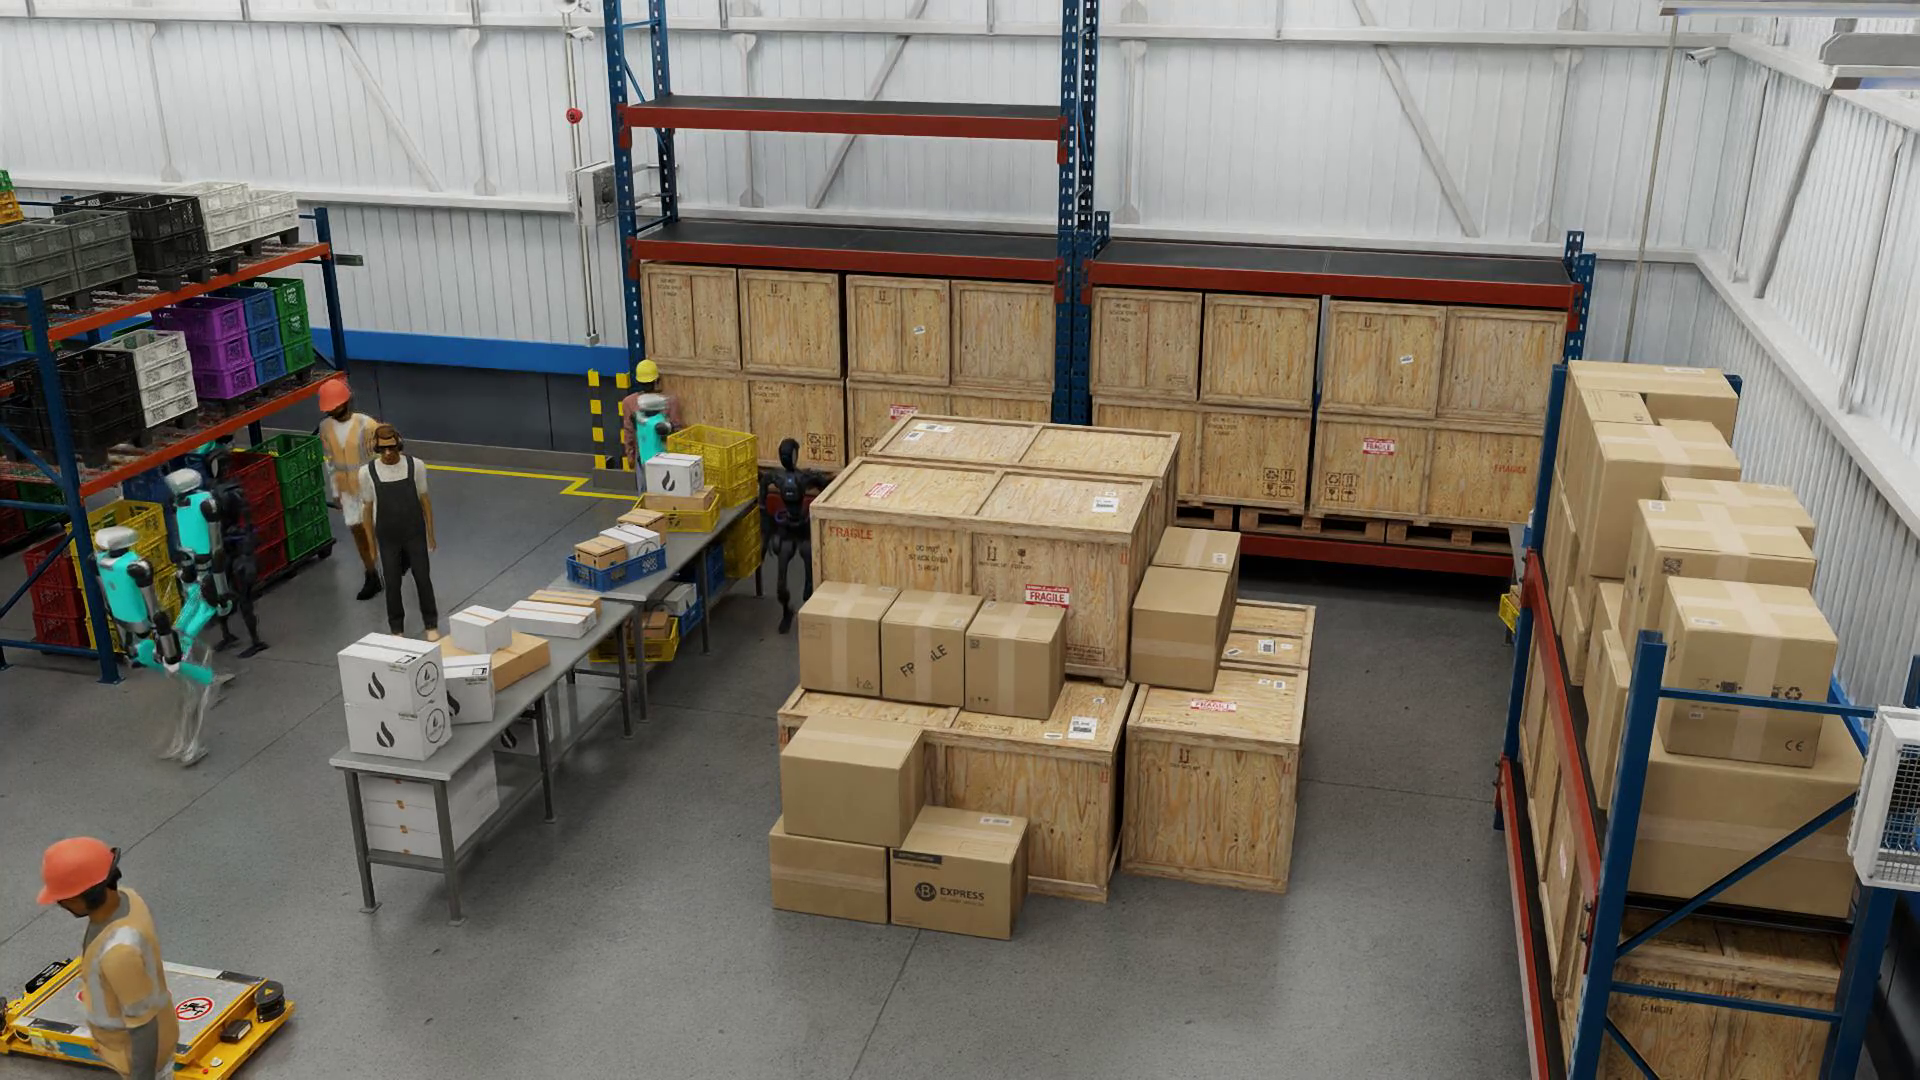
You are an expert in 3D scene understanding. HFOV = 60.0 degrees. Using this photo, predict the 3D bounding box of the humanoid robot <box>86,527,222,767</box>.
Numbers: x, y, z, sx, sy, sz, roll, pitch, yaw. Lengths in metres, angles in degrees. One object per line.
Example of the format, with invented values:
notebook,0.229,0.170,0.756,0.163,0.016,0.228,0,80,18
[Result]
humanoid robot,-5.312,0.690,11.175,0.548,1.773,0.748,11,23,26

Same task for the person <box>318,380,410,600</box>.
person,-5.011,-0.443,13.912,0.585,1.904,0.588,6,22,14

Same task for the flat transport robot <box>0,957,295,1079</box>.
flat transport robot,-4.270,2.464,8.601,1.431,0.231,0.659,5,22,13

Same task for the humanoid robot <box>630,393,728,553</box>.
humanoid robot,-2.325,-0.445,14.215,1.012,1.776,0.530,-18,27,-39

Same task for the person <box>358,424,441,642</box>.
person,-4.350,-0.031,12.938,0.505,1.838,0.336,-9,23,-21

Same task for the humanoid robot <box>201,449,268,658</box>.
humanoid robot,-5.599,0.111,12.777,0.589,1.655,0.368,11,24,27

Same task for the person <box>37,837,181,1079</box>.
person,-3.496,2.136,6.993,0.406,2.031,0.607,-11,23,-26

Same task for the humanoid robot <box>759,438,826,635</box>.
humanoid robot,-1.279,-0.025,13.143,0.612,1.646,0.433,1,21,2

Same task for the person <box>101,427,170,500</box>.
person,-7.367,-0.718,14.783,0.627,1.807,0.841,-3,21,-8

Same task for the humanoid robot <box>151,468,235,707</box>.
humanoid robot,-5.585,0.377,11.901,0.548,1.718,0.722,14,25,32

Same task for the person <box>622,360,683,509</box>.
person,-2.752,-0.773,14.981,0.521,1.762,0.335,-2,21,-6

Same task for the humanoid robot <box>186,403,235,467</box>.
humanoid robot,-7.171,-0.947,15.593,0.779,1.853,0.551,-18,27,-39
